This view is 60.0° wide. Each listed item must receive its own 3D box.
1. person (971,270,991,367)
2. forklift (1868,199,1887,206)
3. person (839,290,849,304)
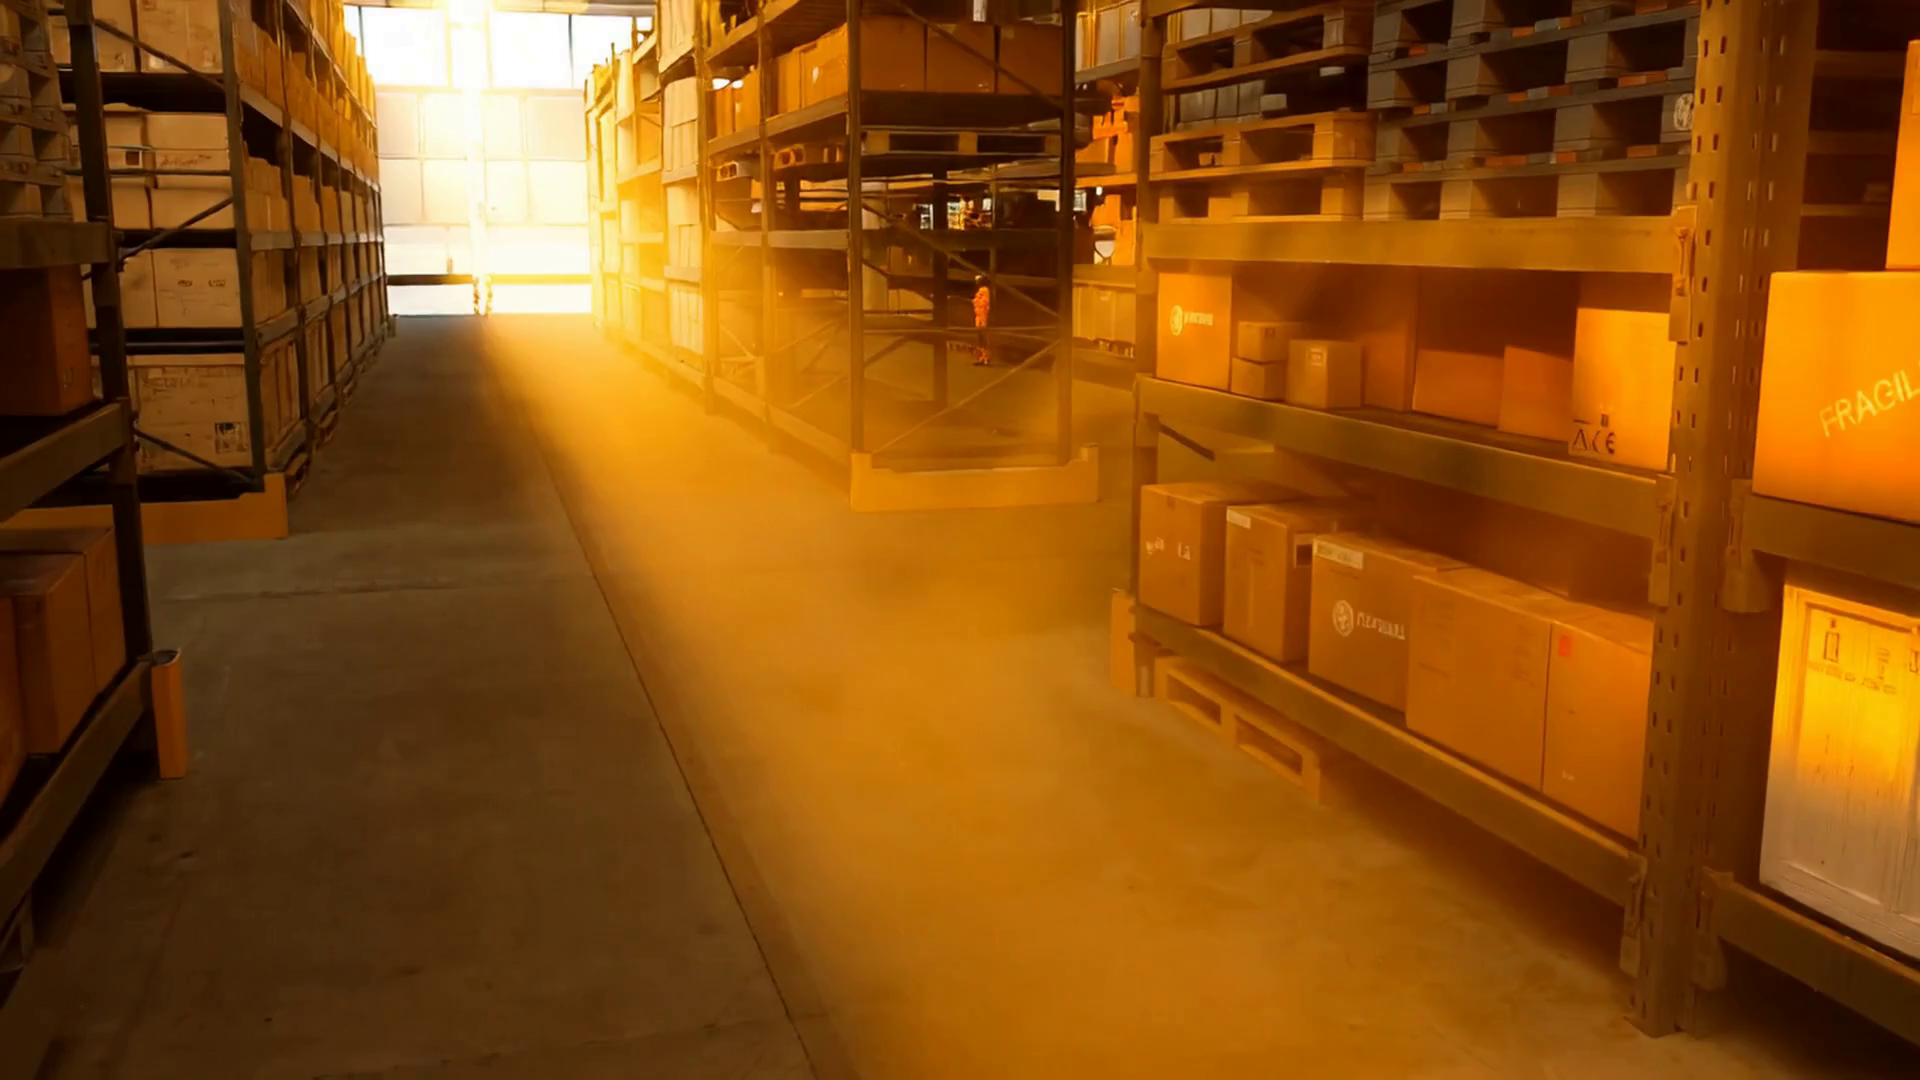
[{"bbox_3d":[0.374,-4.008,30.102,0.323,1.765,0.534,-3,11,-17],"label":"person"},{"bbox_3d":[11.338,-2.915,21.052,1.129,2.768,1.873,-3,11,-17],"label":"forklift"},{"bbox_3d":[-2.537,-5.498,37.931,0.586,1.886,0.571,-7,12,-33],"label":"person"}]
